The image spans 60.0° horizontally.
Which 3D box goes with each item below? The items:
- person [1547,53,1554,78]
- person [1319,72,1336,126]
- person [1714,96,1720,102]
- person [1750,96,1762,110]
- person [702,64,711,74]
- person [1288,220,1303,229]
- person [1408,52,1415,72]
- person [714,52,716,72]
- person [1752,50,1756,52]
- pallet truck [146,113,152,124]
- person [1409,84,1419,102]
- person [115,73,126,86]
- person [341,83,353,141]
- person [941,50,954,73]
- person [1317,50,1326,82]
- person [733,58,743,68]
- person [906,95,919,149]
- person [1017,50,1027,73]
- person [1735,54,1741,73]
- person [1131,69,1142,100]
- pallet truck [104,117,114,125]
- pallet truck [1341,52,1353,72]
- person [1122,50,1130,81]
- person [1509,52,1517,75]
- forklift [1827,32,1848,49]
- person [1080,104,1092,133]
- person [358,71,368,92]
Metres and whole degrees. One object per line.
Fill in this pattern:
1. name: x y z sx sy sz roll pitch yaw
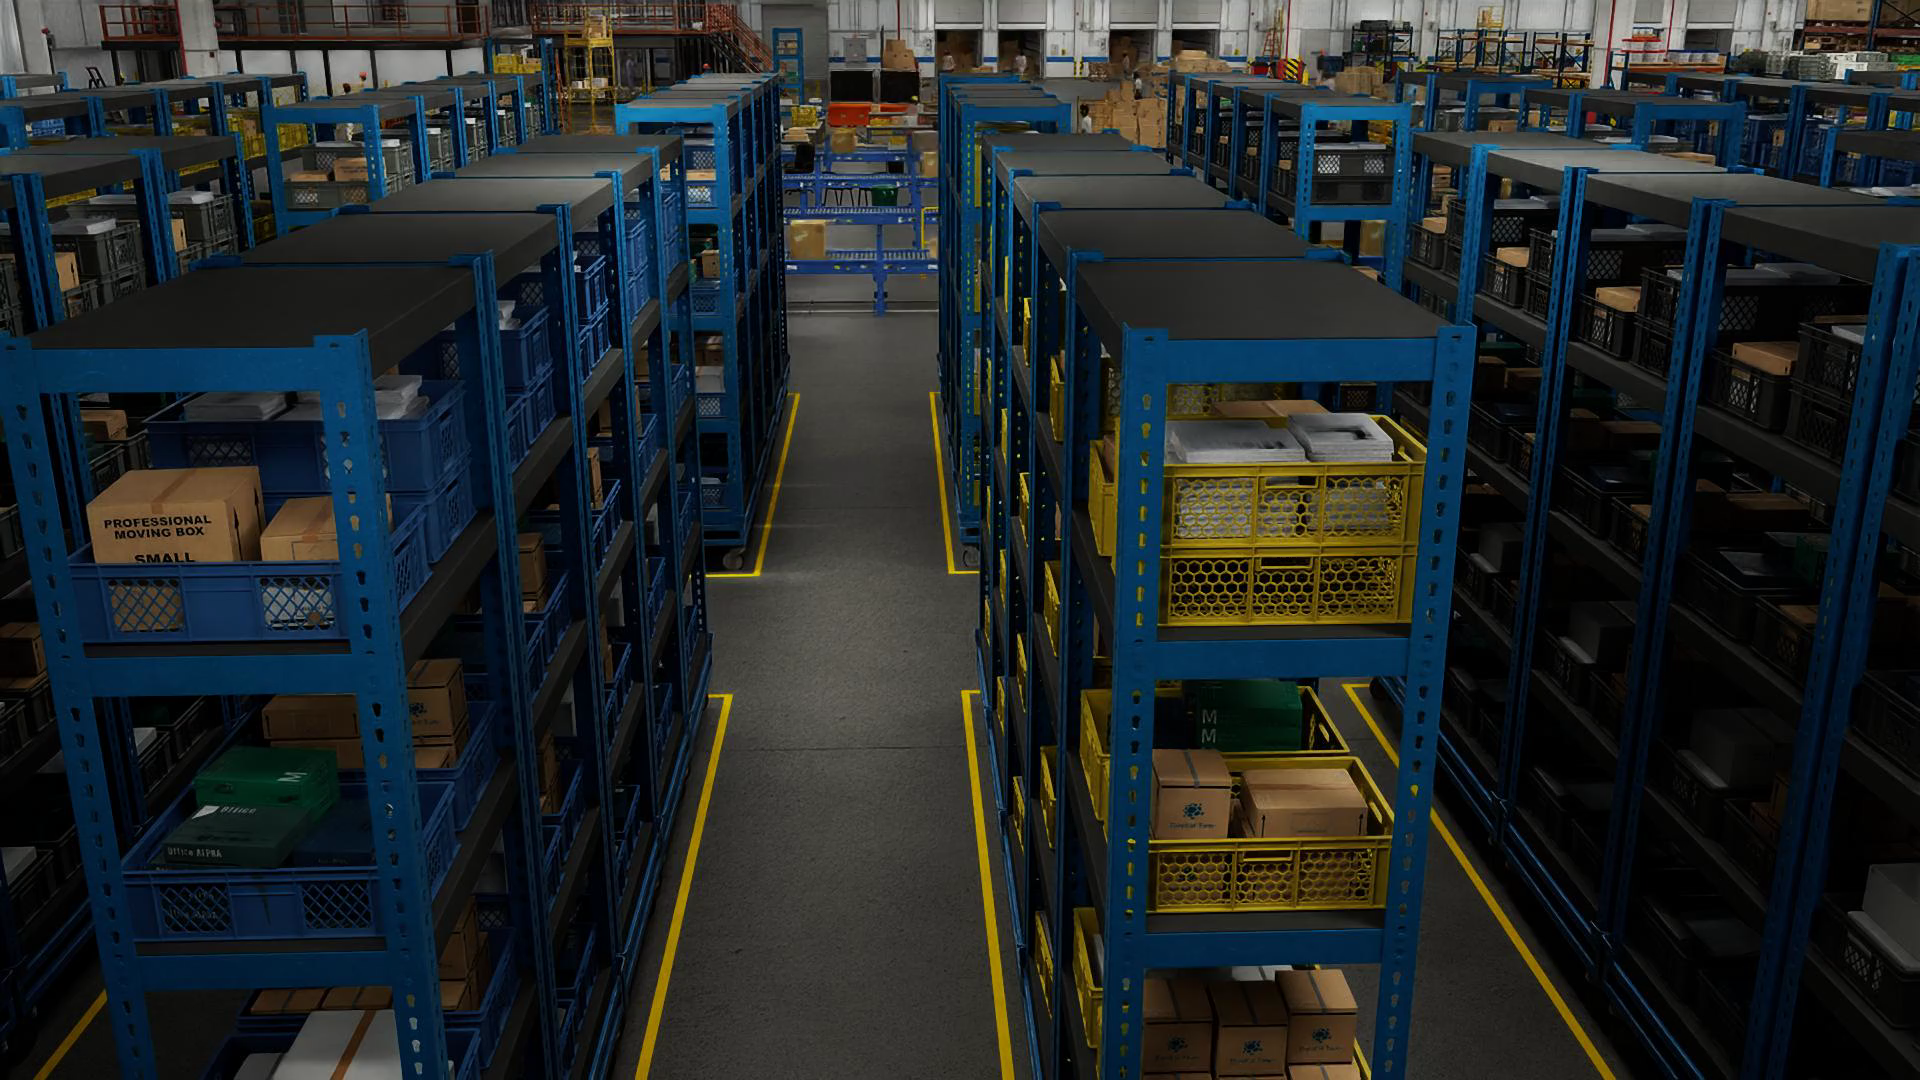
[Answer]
1. person: 31.272 -24.883 88.086 0.315 1.741 0.494 -1 18 -2
2. person: 13.359 -16.060 60.550 0.944 1.883 0.655 16 24 40
3. person: 22.942 -12.762 50.319 0.606 1.897 0.633 -7 19 -21
4. person: 29.713 -16.591 62.132 0.805 1.938 0.610 7 19 21
5. person: -9.833 -17.460 64.636 0.387 2.039 0.616 -1 18 -2
6. person: 3.828 -2.769 19.390 0.406 1.906 0.654 -1 18 -2
7. person: 23.257 -24.187 85.735 0.312 1.865 0.537 -1 18 -2
8. person: -13.488 -25.857 91.172 0.316 1.696 0.541 -1 18 -2
9. person: 43.483 -25.922 91.173 0.983 1.837 0.583 4 18 12
10. pallet truck: -18.087 -8.309 36.390 1.885 1.965 0.823 -1 18 -4
11. person: 17.694 -17.439 65.143 0.471 1.687 0.538 0 18 1
12. person: -29.690 -15.597 59.055 0.374 1.925 0.595 -1 18 -2
13. person: -19.311 -13.471 52.547 0.340 1.880 0.586 -1 18 -2
14. person: -0.644 -24.705 87.228 0.688 1.931 0.725 3 18 9
15. person: 18.822 -24.603 86.909 0.584 1.949 0.686 17 24 42
16. person: -12.440 -26.549 92.996 0.561 1.902 0.814 -10 20 -28
17. person: -1.377 -11.978 48.141 0.535 1.740 0.484 15 23 38
18. person: 3.354 -25.983 91.391 0.890 1.816 0.620 17 24 42
19. person: 37.339 -22.327 79.860 0.355 1.938 0.637 -1 18 -2
20. person: 6.513 -16.194 60.721 0.876 2.000 0.676 3 18 10
21. pallet truck: -18.367 -7.885 35.078 1.885 1.965 0.823 1 18 2
22. pallet truck: 18.794 -23.123 82.231 0.823 1.965 1.885 -13 22 -35
23. person: 8.771 -24.891 87.839 0.519 1.910 0.613 8 20 23
24. person: 28.958 -24.685 87.348 0.697 1.825 0.521 -14 22 -36
25. forklift: 46.023 -25.321 87.619 1.129 2.768 1.873 -1 18 -2
26. person: 3.142 -10.076 42.092 0.402 1.858 0.517 4 18 13
27. person: -21.953 -16.229 61.037 0.705 1.914 0.549 -7 19 -21
